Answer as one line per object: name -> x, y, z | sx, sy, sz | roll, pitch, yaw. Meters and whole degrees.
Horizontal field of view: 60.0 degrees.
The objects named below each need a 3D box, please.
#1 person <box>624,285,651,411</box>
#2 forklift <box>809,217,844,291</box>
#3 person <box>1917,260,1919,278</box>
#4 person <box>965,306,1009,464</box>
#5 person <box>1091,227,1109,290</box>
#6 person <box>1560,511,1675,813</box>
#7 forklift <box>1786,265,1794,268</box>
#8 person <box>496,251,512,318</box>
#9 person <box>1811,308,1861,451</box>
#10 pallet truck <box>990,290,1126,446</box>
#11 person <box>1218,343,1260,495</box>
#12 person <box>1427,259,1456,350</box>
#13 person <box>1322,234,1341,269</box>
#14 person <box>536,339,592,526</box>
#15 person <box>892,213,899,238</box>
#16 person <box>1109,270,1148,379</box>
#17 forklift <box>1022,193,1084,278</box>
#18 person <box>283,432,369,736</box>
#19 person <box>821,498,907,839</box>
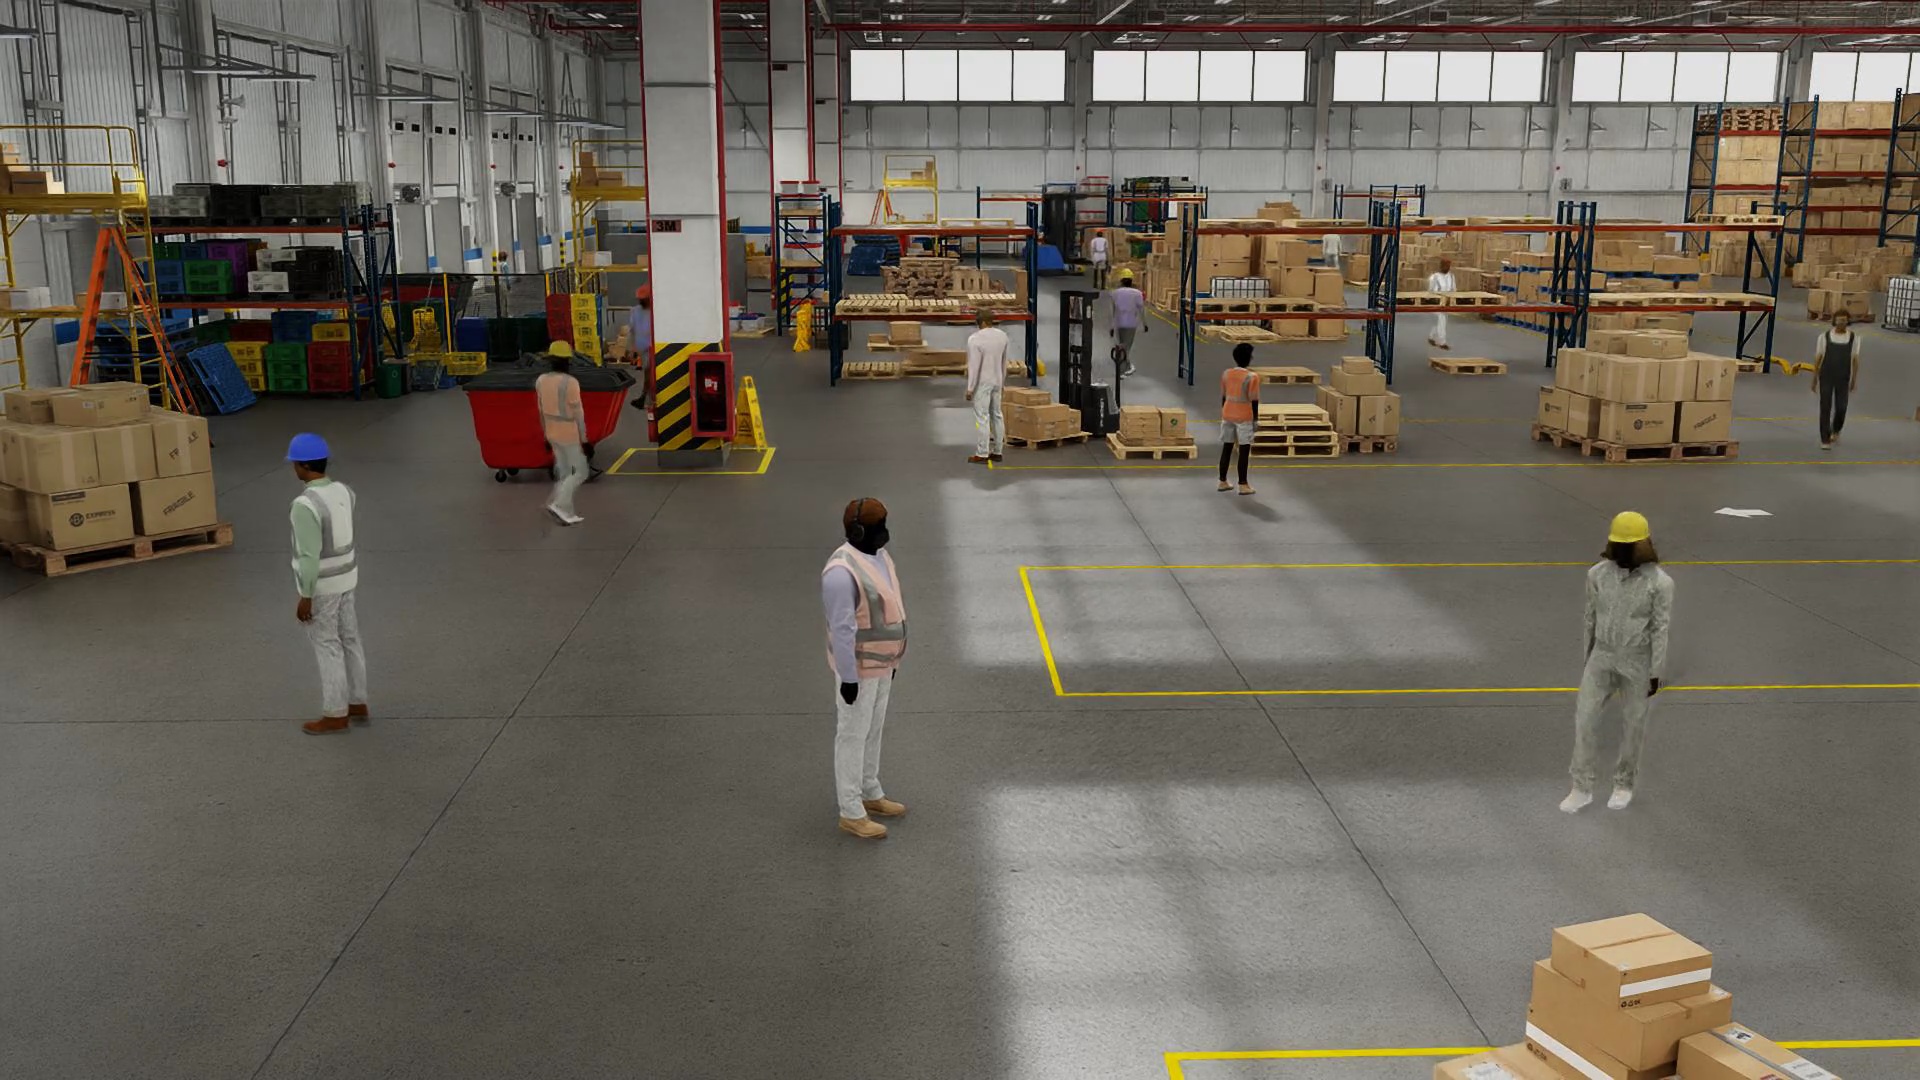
person -> -4.771, -2.907, 25.138 | 0.551, 1.869, 1.029 | 5, 14, 22
forklift -> -4.375, -8.619, 48.637 | 1.873, 2.768, 1.129 | 0, 12, -2
person -> 25.036, -6.747, 43.018 | 0.538, 1.623, 0.433 | -3, 13, -14
person -> 0.320, -1.895, 20.435 | 0.627, 1.934, 0.372 | -12, 17, -42
person -> 4.277, -8.595, 50.815 | 0.564, 1.894, 1.014 | -1, 13, -5
person -> 3.644, 0.699, 9.210 | 0.489, 1.723, 0.658 | 9, 16, 36
forklift -> 30.916, -11.225, 60.403 | 1.873, 2.768, 1.129 | 0, 12, -2
person -> -11.209, -6.260, 40.832 | 0.313, 1.634, 0.515 | -10, 16, -38
person -> 11.271, -2.069, 21.450 | 0.518, 1.831, 0.434 | 6, 14, 25
pallet truck -> 1.257, -2.299, 22.111 | 1.885, 1.965, 0.823 | -9, 15, -35
person -> 3.113, -1.351, 18.539 | 0.321, 1.690, 0.533 | -11, 16, -40
person -> 9.788, -4.812, 33.857 | 0.557, 1.822, 0.947 | -5, 14, -23
person -> 11.870, -9.089, 53.061 | 0.668, 1.890, 0.881 | -2, 13, -8
person -> -3.975, -1.061, 16.707 | 0.615, 1.909, 0.477 | 9, 15, 34
person -> -2.565, -11.993, 66.029 | 0.371, 1.933, 0.627 | -5, 14, -23
person -> 2.927, -3.758, 28.980 | 0.599, 1.874, 0.966 | 7, 14, 30
forklift -> 3.136, -10.348, 56.444 | 1.873, 2.768, 1.129 | -7, 14, -29
person -> -4.052, 0.276, 10.599 | 0.404, 1.945, 0.615 | 2, 13, 7
person -> -0.502, 0.681, 9.026 | 0.429, 1.845, 0.645 | 4, 13, 17
